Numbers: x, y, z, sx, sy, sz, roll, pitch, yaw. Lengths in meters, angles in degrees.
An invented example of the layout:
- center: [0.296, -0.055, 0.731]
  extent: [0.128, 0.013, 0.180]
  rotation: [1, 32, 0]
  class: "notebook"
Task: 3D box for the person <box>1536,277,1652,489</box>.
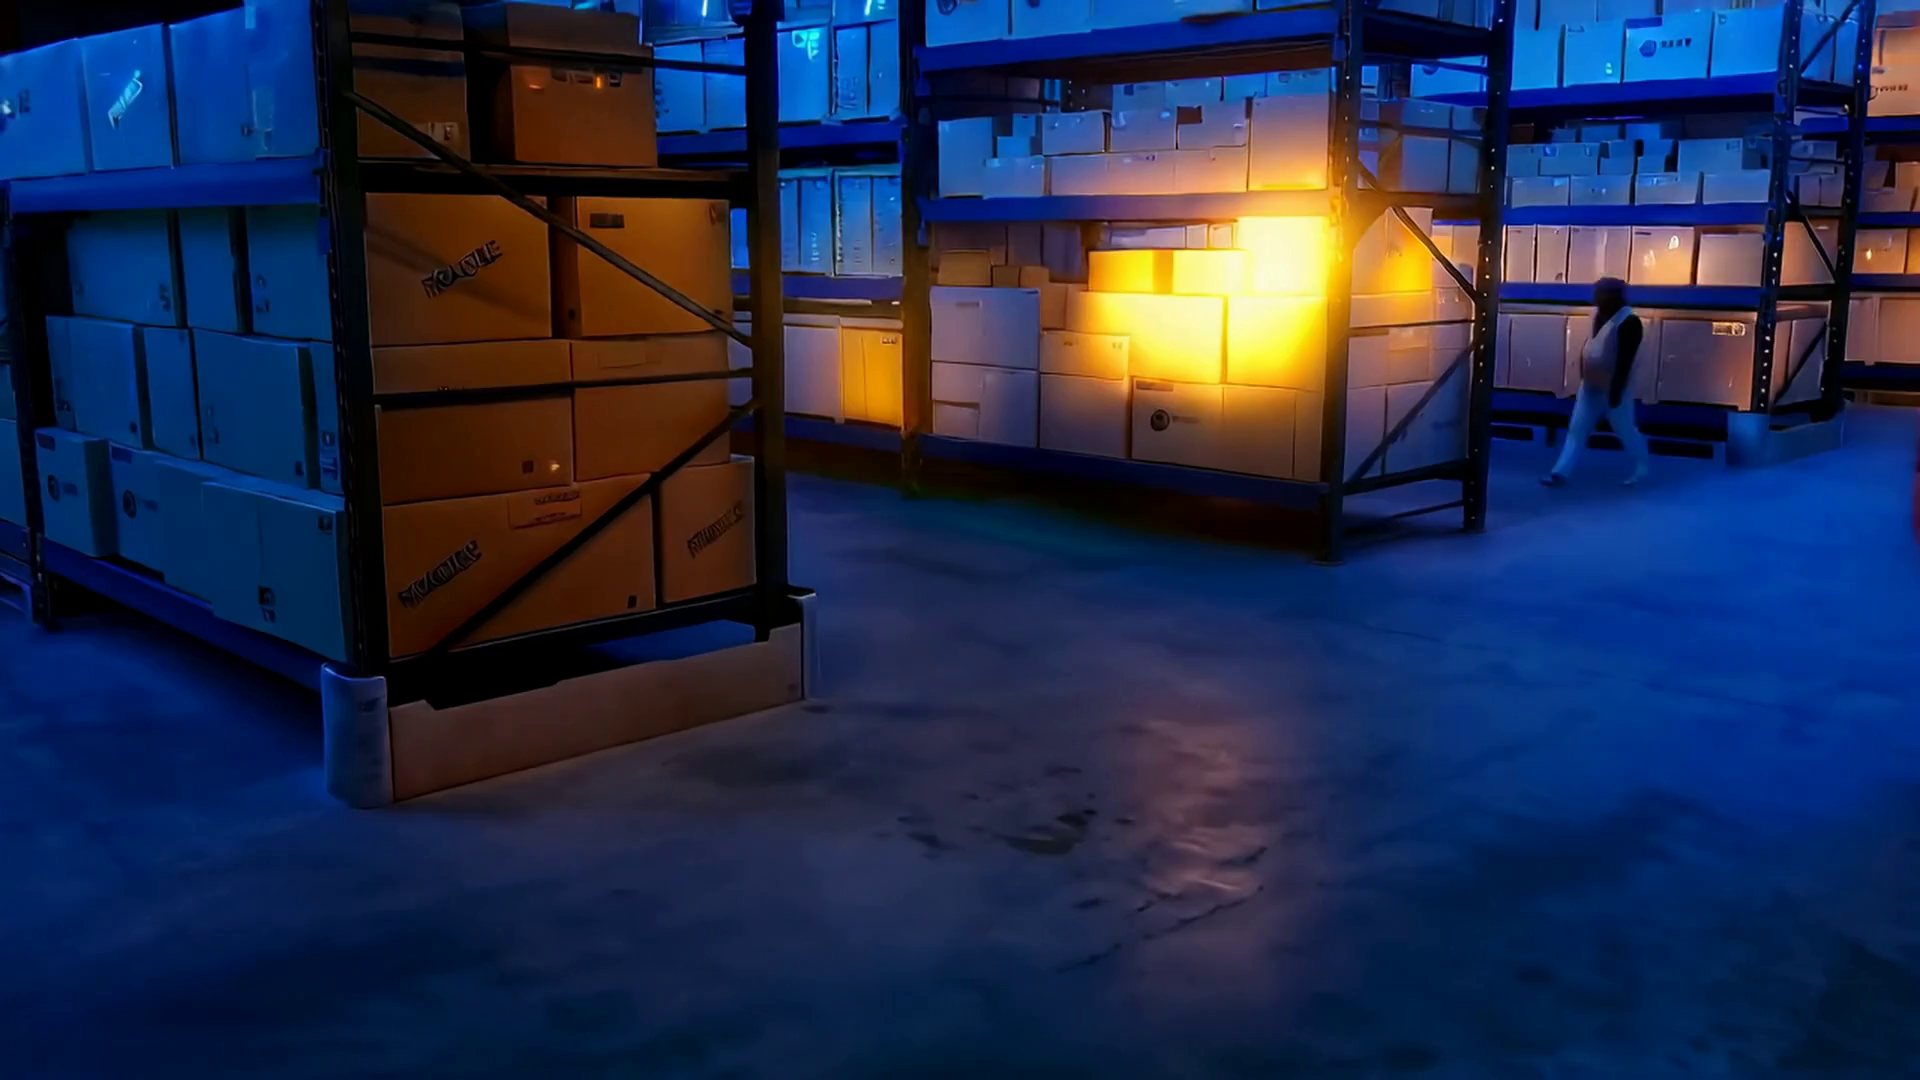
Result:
- center: [5.421, -1.304, 13.960]
  extent: [0.967, 1.788, 0.639]
  rotation: [-4, 11, -19]
  class: "person"
